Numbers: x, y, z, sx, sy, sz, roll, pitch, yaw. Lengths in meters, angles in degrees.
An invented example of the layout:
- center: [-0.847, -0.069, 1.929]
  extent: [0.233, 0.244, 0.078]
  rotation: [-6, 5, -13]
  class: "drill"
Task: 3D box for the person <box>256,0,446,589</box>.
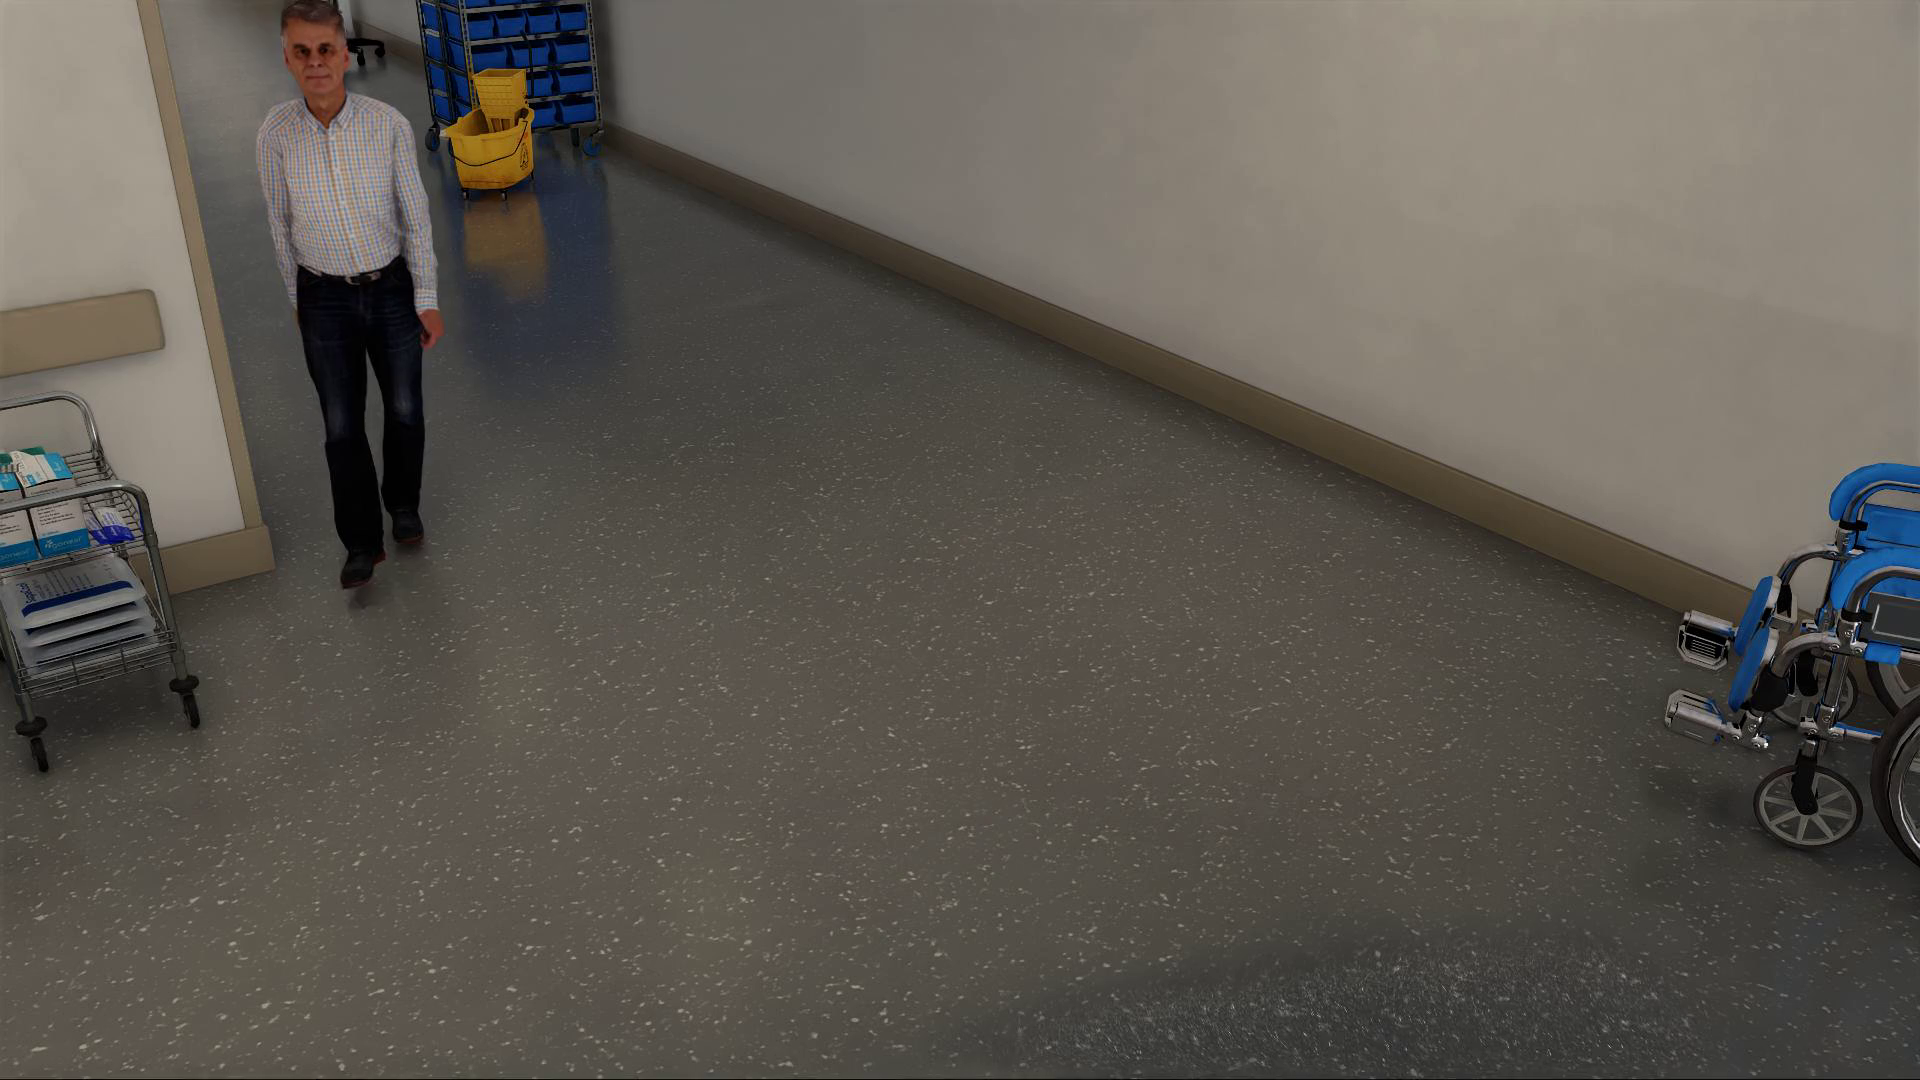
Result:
- center: [-1.919, -0.812, 5.354]
  extent: [0.911, 1.795, 0.874]
  rotation: [-8, 27, -16]
  class: "person"
